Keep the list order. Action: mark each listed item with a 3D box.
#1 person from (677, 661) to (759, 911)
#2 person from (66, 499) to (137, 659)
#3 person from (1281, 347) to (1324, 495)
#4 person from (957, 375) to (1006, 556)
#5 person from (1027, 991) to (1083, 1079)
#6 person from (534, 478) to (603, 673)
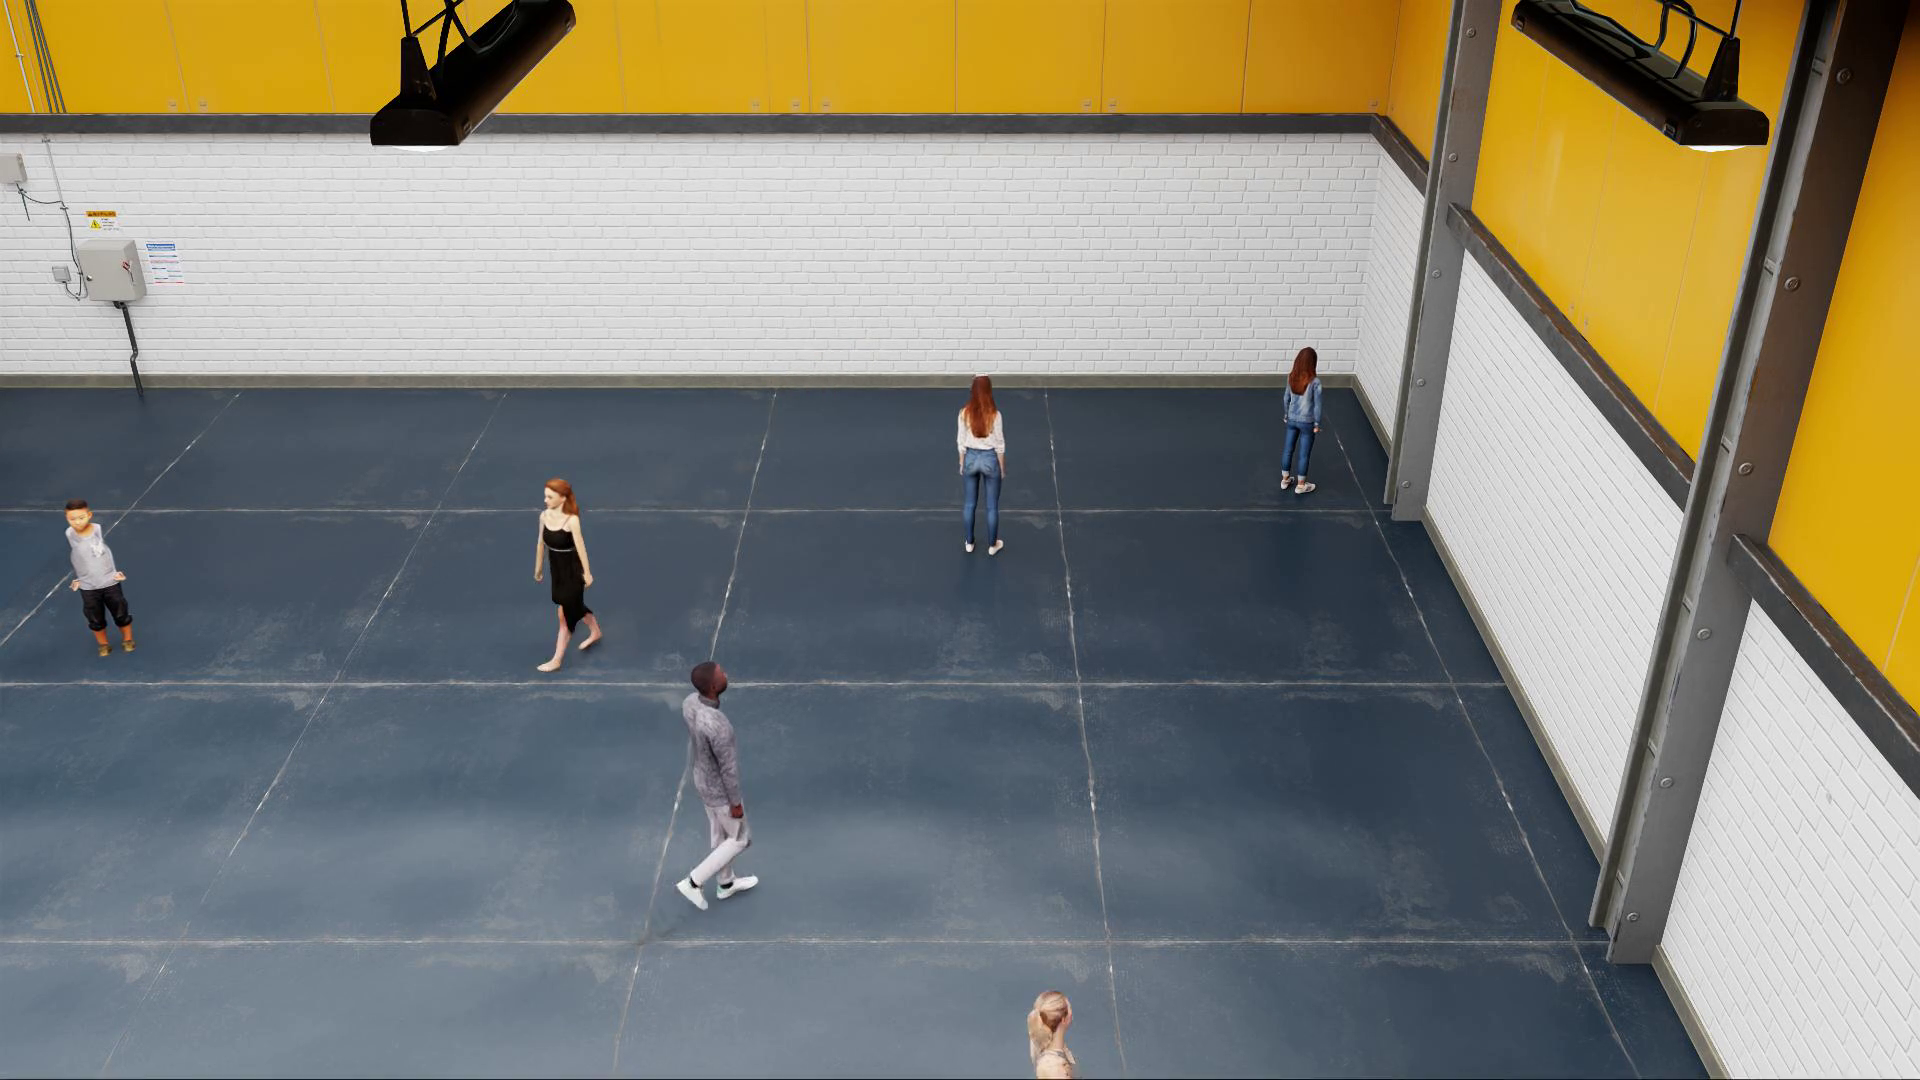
[{"bbox_3d":[-1.623,1.603,10.619,0.975,1.827,0.930,-16,32,-27],"label":"person"},{"bbox_3d":[-6.992,0.265,13.463,0.630,1.453,0.637,-14,31,-23],"label":"person"},{"bbox_3d":[3.292,-1.163,16.055,0.684,1.477,0.623,-25,37,-38],"label":"person"},{"bbox_3d":[0.193,-0.677,14.903,0.623,1.728,0.576,7,29,12],"label":"person"},{"bbox_3d":[0.432,2.981,8.251,0.773,1.675,0.571,-2,29,-3],"label":"person"},{"bbox_3d":[-3.086,0.217,13.404,0.938,1.593,1.068,19,34,31],"label":"person"}]
